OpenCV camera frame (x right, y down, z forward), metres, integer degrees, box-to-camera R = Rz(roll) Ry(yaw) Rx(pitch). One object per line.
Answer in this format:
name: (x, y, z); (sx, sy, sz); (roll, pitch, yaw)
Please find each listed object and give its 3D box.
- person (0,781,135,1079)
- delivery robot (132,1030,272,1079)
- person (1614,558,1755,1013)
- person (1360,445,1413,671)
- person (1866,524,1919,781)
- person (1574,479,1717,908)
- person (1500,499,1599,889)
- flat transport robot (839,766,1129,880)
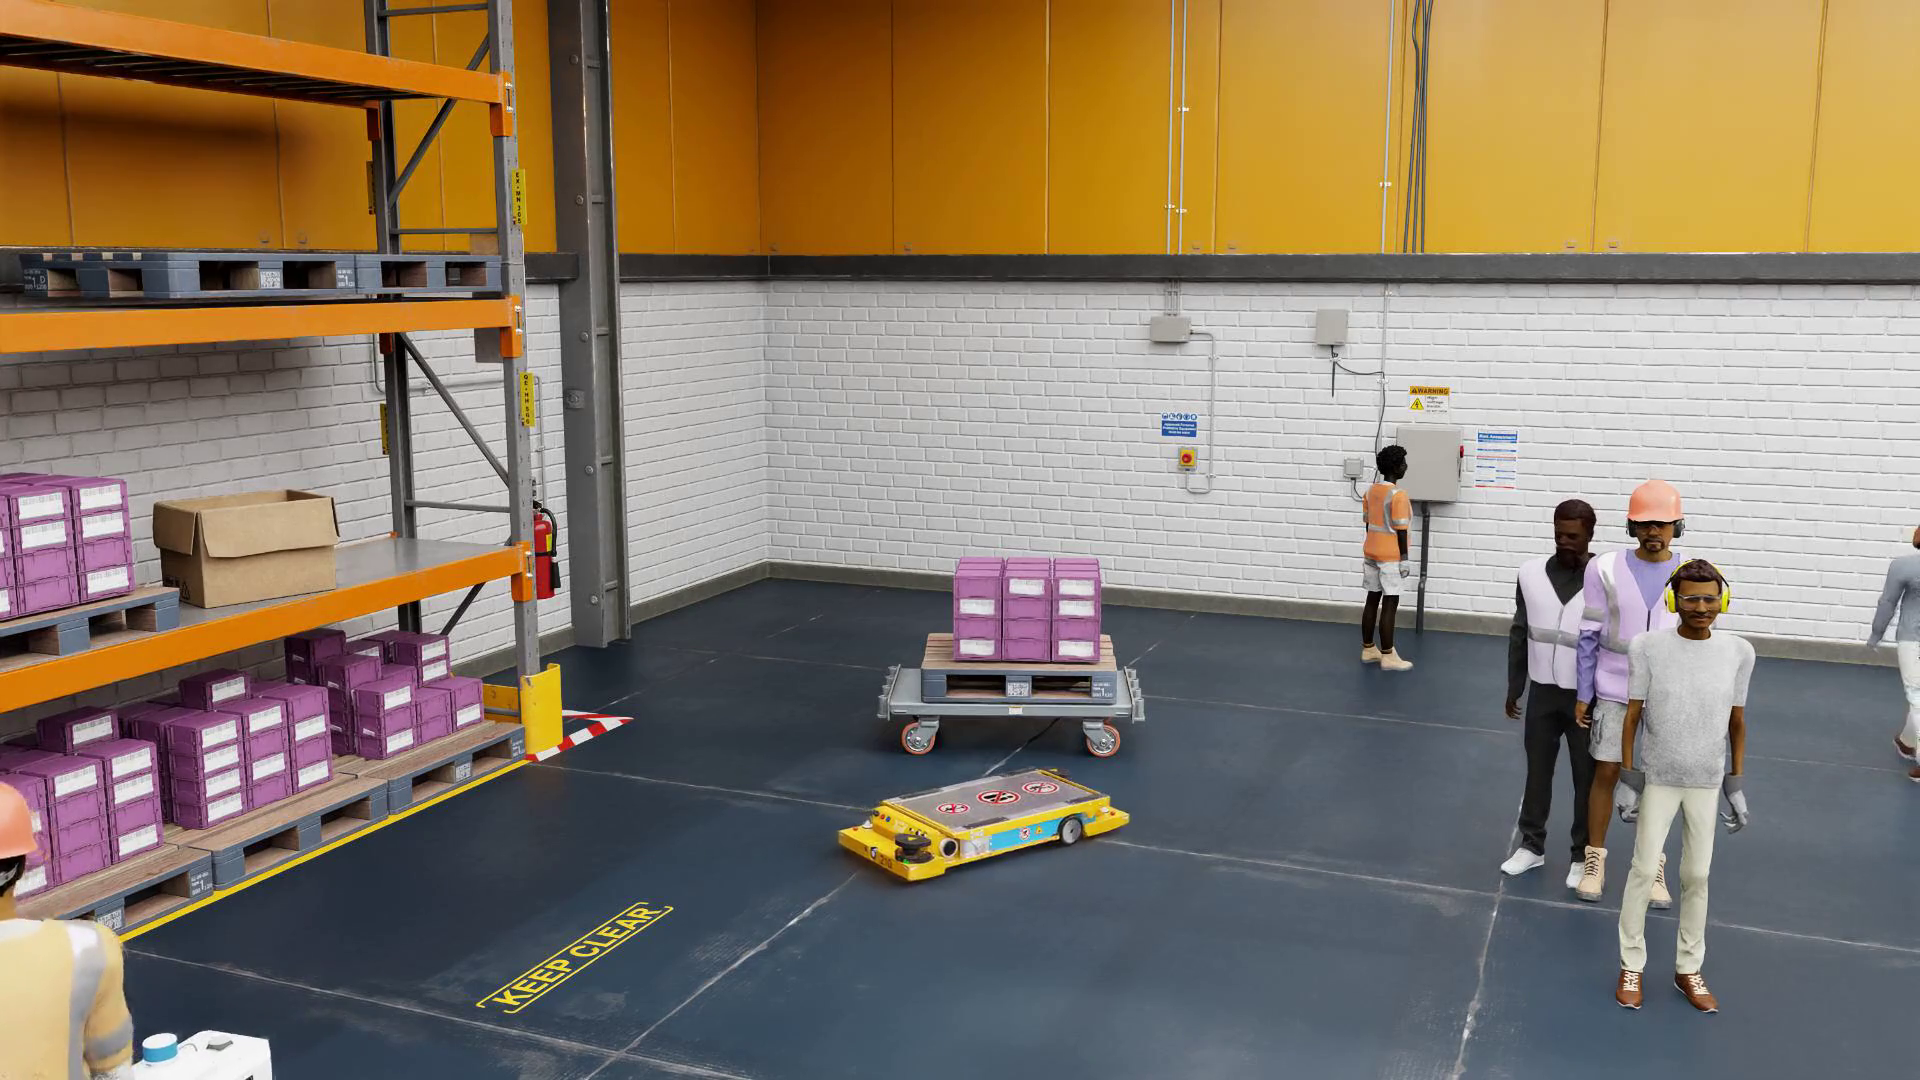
person: (-2.159, 1.467, 3.758); (0.473, 1.917, 0.580); (9, 13, 44)
delivery robot: (-2.562, 1.837, 5.363); (0.477, 0.478, 0.707); (3, 10, 17)
person: (2.943, 0.994, 6.776); (0.509, 1.872, 0.329); (1, 9, 8)
person: (3.223, 0.129, 12.540); (0.319, 1.697, 0.533); (-3, 10, -17)
person: (5.762, 0.609, 9.949); (0.516, 1.586, 0.851); (1, 9, 8)
person: (3.230, 0.726, 7.871); (0.605, 2.045, 0.378); (3, 10, 19)
person: (2.987, 0.741, 8.173); (0.597, 1.914, 0.373); (8, 12, 39)
flat transport robot: (0.142, 1.464, 8.762); (1.431, 0.197, 0.652); (-7, 12, -35)
